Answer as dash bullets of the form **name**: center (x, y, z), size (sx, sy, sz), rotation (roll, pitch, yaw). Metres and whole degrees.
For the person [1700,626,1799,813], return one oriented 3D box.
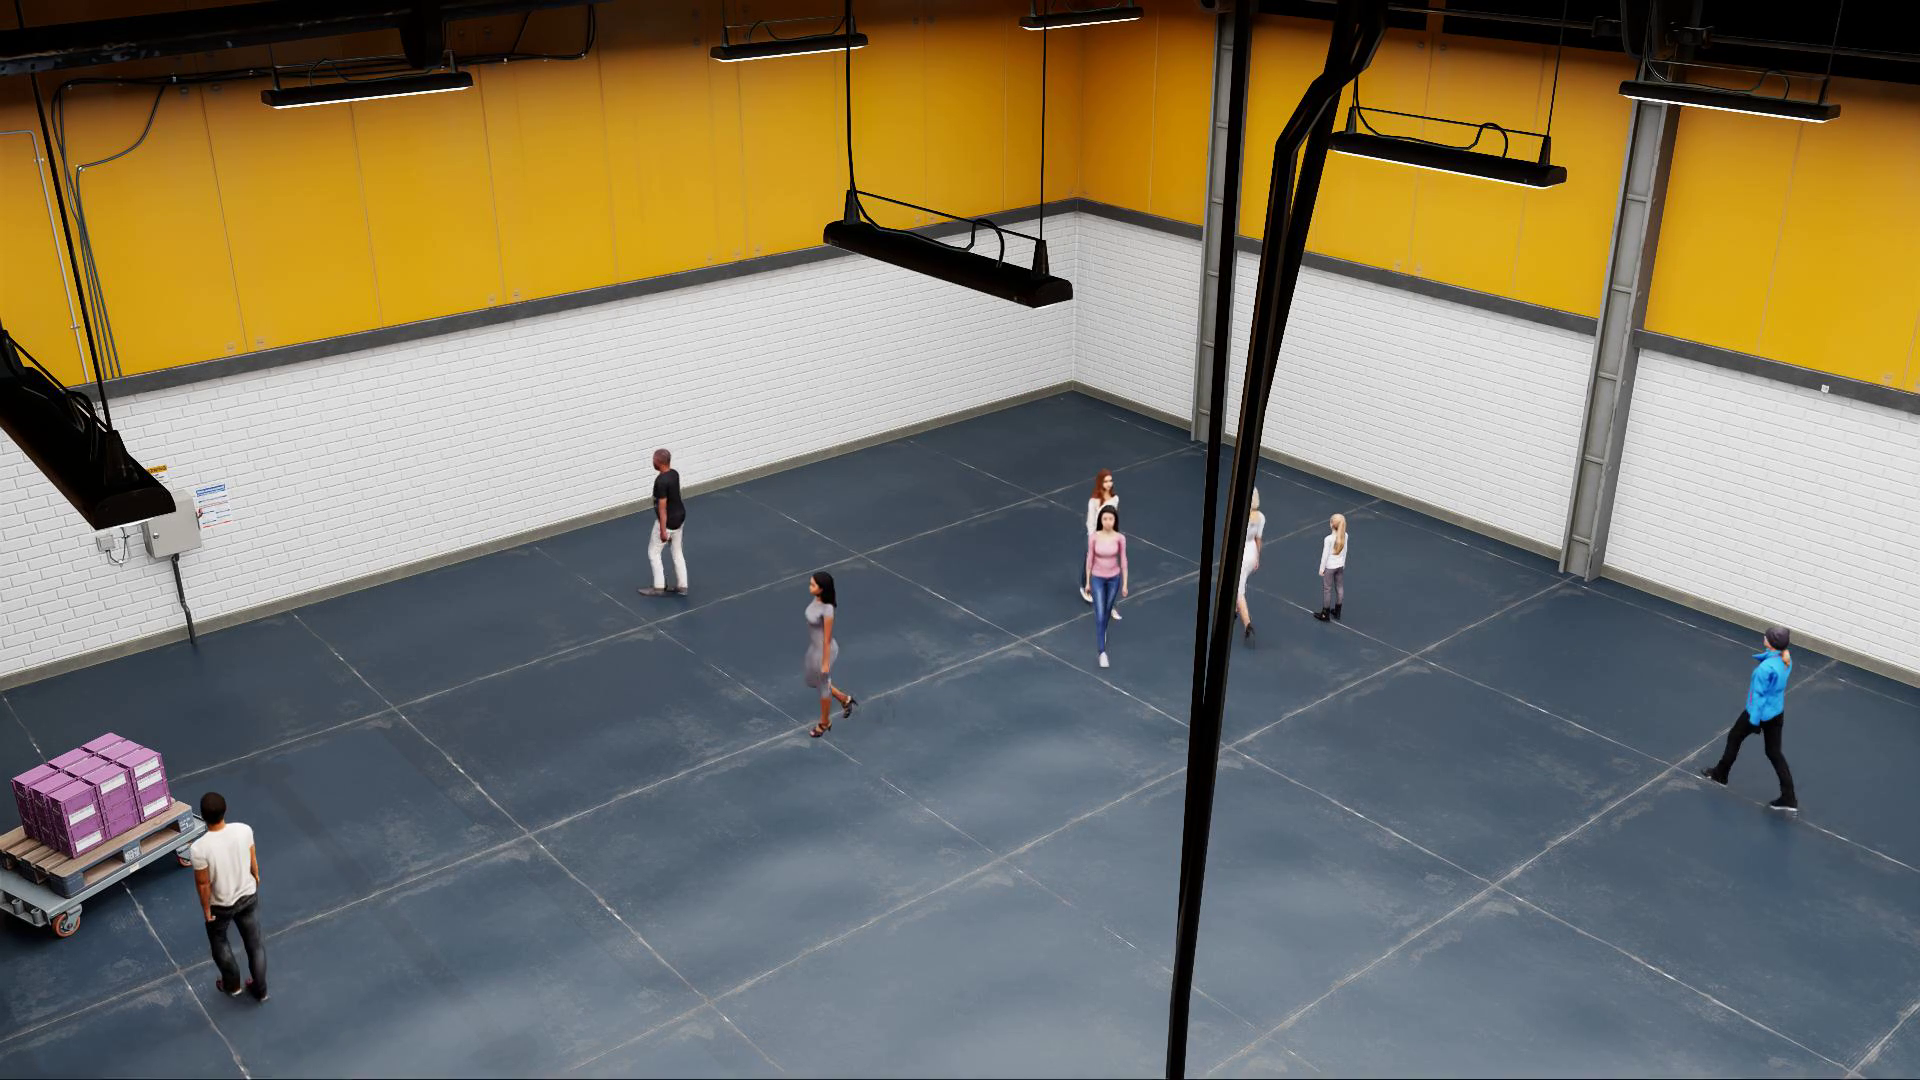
- **person**: center (7.332, 1.633, 14.993), size (0.817, 1.754, 1.239), rotation (-11, 26, -24)

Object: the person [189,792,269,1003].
- **person**: center (-5.427, 2.712, 12.477), size (0.700, 1.791, 0.683), rotation (21, 31, 40)

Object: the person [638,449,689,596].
- **person**: center (-3.267, -0.181, 19.097), size (0.978, 1.791, 0.912), rotation (5, 24, 12)

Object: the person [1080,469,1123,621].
- **person**: center (1.538, 0.006, 18.806), size (0.860, 1.680, 1.212), rotation (-8, 25, -18)

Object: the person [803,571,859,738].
- **person**: center (-1.250, 1.109, 16.171), size (0.785, 1.770, 0.774), rotation (-9, 25, -19)

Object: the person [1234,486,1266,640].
- **person**: center (3.115, 0.258, 18.185), size (0.808, 1.717, 1.122), rotation (-9, 25, -19)

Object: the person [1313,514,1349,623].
- **person**: center (4.192, 0.300, 18.637), size (0.539, 1.279, 0.556), rotation (-11, 26, -23)

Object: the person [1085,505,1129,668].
- **person**: center (1.570, 0.422, 17.838), size (1.060, 1.694, 1.169), rotation (1, 24, 1)
